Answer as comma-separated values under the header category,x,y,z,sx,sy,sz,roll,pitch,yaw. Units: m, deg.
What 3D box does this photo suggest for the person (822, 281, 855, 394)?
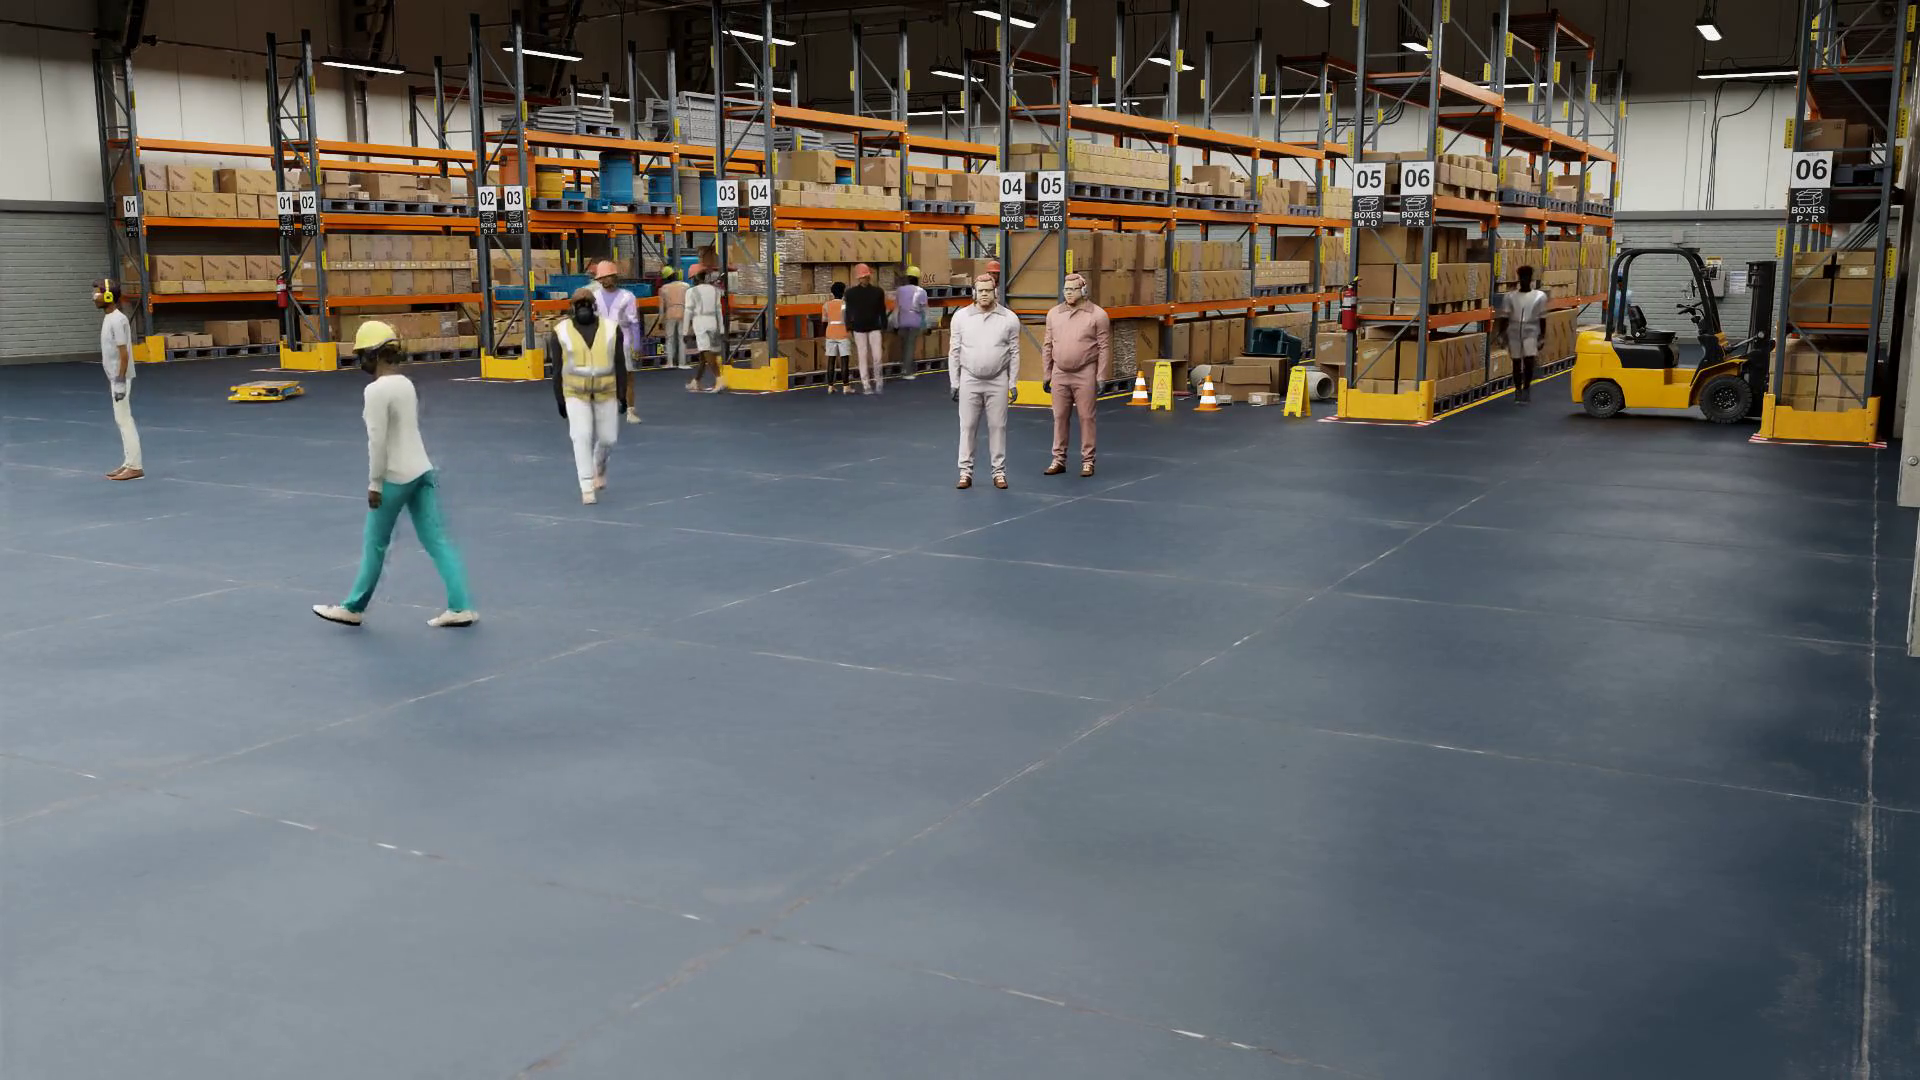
category,x,y,z,sx,sy,sz,roll,pitch,yaw
person,-1.828,-3.043,25.070,0.531,1.693,0.320,5,11,25

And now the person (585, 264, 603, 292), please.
category,x,y,z,sx,sy,sz,roll,pitch,yaw
person,-6.142,-3.730,28.383,0.613,1.950,1.012,5,11,28

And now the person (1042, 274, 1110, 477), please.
category,x,y,z,sx,sy,sz,roll,pitch,yaw
person,1.071,-1.547,15.689,0.651,1.906,0.403,4,11,23

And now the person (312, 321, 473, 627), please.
category,x,y,z,sx,sy,sz,roll,pitch,yaw
person,-3.147,-0.346,9.215,0.878,1.710,0.533,1,10,7

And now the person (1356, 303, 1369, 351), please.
category,x,y,z,sx,sy,sz,roll,pitch,yaw
person,8.787,-5.048,36.337,0.510,1.860,0.333,2,10,11

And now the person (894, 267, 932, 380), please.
category,x,y,z,sx,sy,sz,roll,pitch,yaw
person,-0.763,-3.646,28.037,0.616,1.881,0.928,6,11,29

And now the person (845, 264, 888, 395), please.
category,x,y,z,sx,sy,sz,roll,pitch,yaw
person,-1.372,-3.116,24.739,0.645,1.956,0.703,-2,10,-10

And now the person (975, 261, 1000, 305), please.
category,x,y,z,sx,sy,sz,roll,pitch,yaw
person,0.500,-3.178,24.970,0.619,1.996,0.373,3,10,17

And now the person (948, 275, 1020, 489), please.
category,x,y,z,sx,sy,sz,roll,pitch,yaw
person,0.216,-1.403,14.848,0.643,1.909,0.410,0,10,-1

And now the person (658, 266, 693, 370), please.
category,x,y,z,sx,sy,sz,roll,pitch,yaw
person,-5.187,-4.030,30.317,0.662,1.881,0.392,-3,10,-16

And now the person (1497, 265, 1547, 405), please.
category,x,y,z,sx,sy,sz,roll,pitch,yaw
person,7.794,-2.836,23.120,0.617,1.936,0.739,5,11,27

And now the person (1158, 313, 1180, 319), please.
category,x,y,z,sx,sy,sz,roll,pitch,yaw
person,4.328,-4.741,34.723,0.639,1.801,0.944,9,13,43

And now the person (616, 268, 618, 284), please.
category,x,y,z,sx,sy,sz,roll,pitch,yaw
person,-6.765,-4.404,32.524,0.532,1.870,0.316,4,11,23

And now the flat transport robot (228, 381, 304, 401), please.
category,x,y,z,sx,sy,sz,roll,pitch,yaw
flat transport robot,-10.052,-2.169,24.115,0.652,0.197,1.431,-1,10,-6

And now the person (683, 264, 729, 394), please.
category,x,y,z,sx,sy,sz,roll,pitch,yaw
person,-3.863,-3.208,25.279,1.131,1.969,0.625,9,13,43

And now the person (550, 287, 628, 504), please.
category,x,y,z,sx,sy,sz,roll,pitch,yaw
person,-3.148,-1.236,14.127,0.629,1.817,0.635,-4,10,-20

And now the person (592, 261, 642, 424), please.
category,x,y,z,sx,sy,sz,roll,pitch,yaw
person,-4.281,-2.403,20.437,0.707,2.010,0.654,2,10,13

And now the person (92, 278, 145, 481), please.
category,x,y,z,sx,sy,sz,roll,pitch,yaw
person,-7.819,-1.483,15.427,0.310,1.868,0.533,-6,11,-31

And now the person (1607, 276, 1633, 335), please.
category,x,y,z,sx,sy,sz,roll,pitch,yaw
person,14.173,-4.860,35.816,0.542,1.665,0.860,0,10,3

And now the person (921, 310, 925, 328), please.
category,x,y,z,sx,sy,sz,roll,pitch,yaw
person,-0.962,-5.026,36.270,0.578,1.834,0.401,5,11,29
